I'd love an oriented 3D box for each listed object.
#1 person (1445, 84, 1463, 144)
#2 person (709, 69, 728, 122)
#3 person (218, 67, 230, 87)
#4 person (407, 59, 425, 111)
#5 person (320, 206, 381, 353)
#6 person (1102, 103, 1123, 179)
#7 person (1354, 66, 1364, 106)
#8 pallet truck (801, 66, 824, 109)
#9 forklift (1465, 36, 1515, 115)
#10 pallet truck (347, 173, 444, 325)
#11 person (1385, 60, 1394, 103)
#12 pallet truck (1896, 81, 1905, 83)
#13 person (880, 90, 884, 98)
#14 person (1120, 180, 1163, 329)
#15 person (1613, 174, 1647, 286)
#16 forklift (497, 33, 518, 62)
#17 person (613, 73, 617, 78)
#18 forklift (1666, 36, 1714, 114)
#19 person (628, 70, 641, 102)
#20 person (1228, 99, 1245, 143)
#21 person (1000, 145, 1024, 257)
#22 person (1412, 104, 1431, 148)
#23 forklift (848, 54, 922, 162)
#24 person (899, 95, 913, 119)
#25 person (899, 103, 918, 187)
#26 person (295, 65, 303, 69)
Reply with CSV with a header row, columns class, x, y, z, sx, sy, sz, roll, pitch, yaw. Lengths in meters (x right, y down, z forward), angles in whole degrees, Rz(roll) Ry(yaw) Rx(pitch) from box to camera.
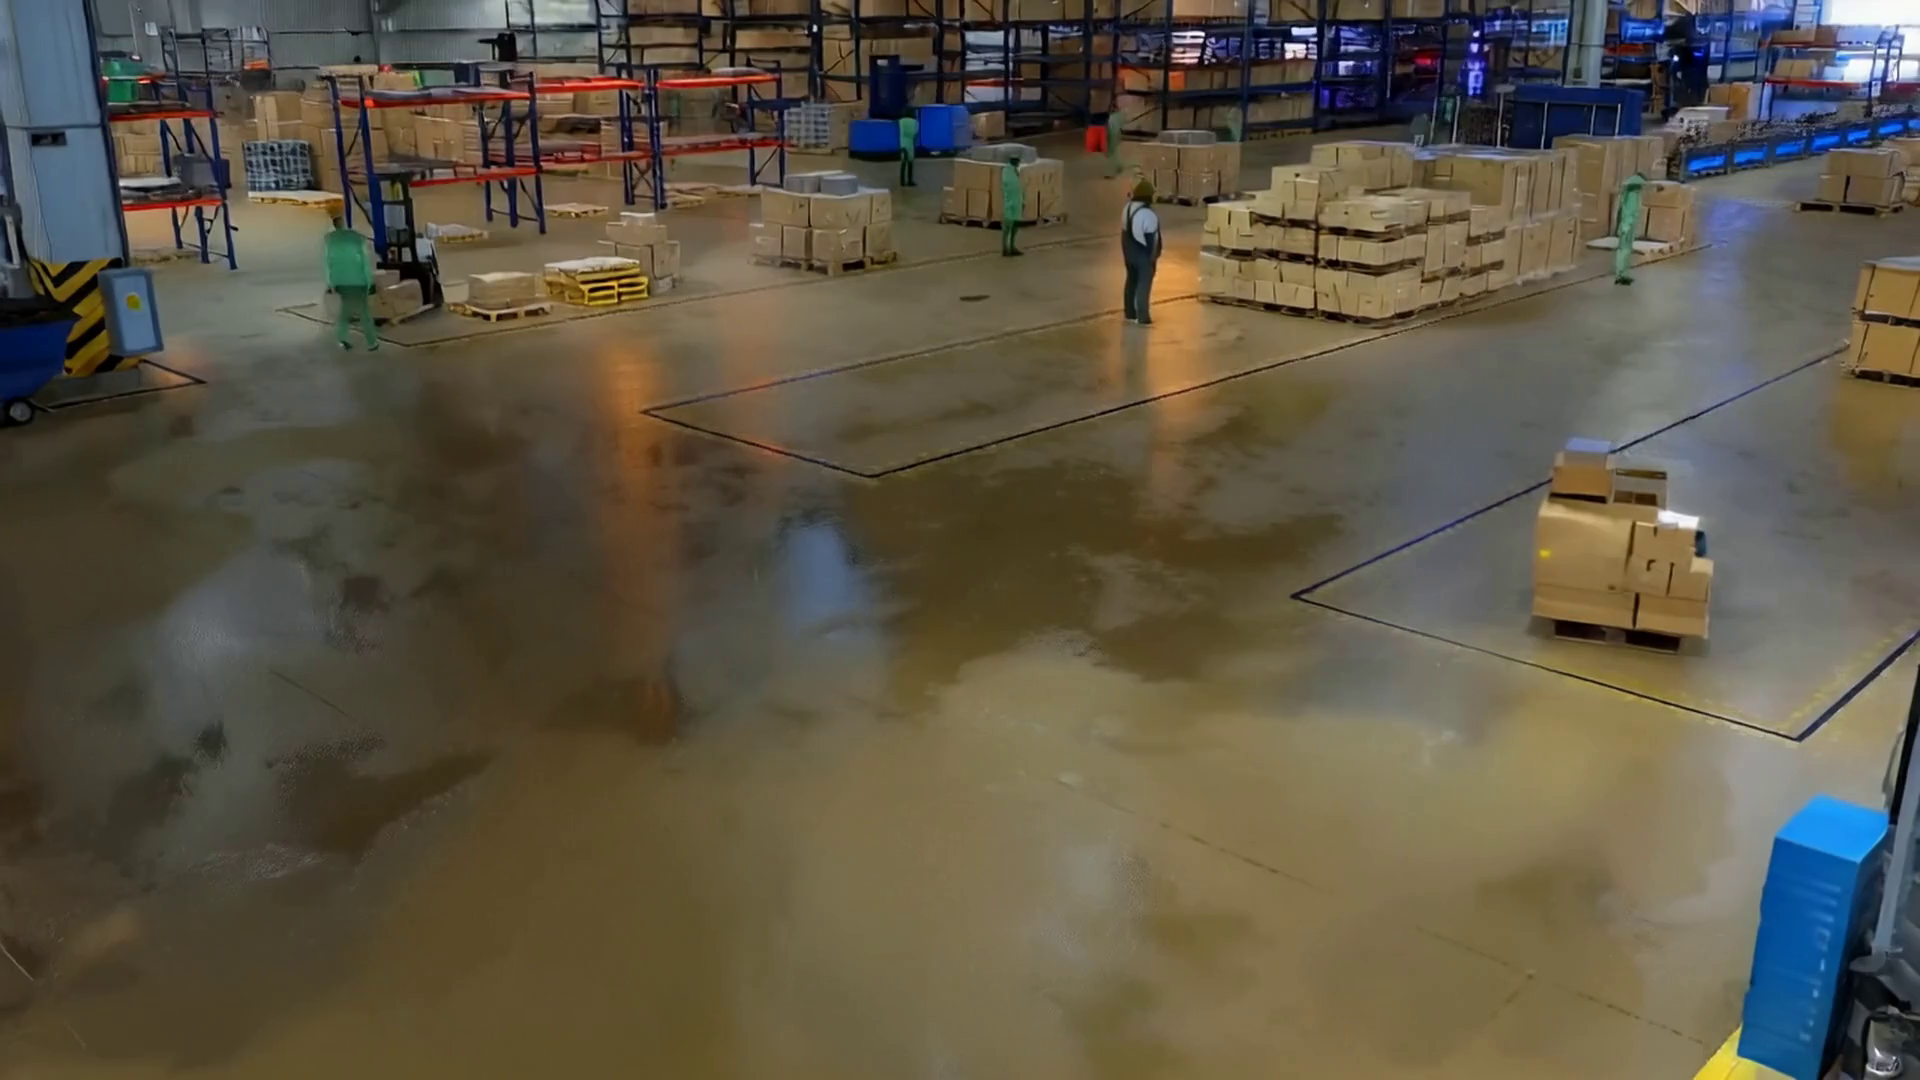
class,x,y,z,sx,sy,sz,roll,pitch,yaw
person,14.145,-12.076,47.647,0.556,1.923,0.479,14,23,36
person,-8.542,-15.713,58.807,0.897,1.808,0.623,-12,22,-33
person,-25.713,-15.616,58.384,0.645,1.886,0.829,11,21,30
person,-20.901,-17.466,63.880,0.553,1.933,0.368,5,19,15
person,-7.882,-3.343,21.429,0.634,1.882,0.437,3,19,8
person,3.737,-9.855,41.106,0.478,1.845,0.519,2,18,5
person,15.020,-16.852,62.323,0.667,1.741,0.520,11,22,31
pallet truck,-4.812,-15.182,56.903,0.823,1.965,1.885,-9,21,-26
forklift,19.973,-17.201,61.605,1.873,2.768,1.129,16,24,40
pallet truck,-8.209,-4.181,23.757,0.823,1.965,1.885,3,19,9
person,15.769,-16.616,61.195,0.906,2.011,0.615,3,19,9
pallet truck,34.802,-16.331,61.455,0.653,1.274,1.630,17,25,41
person,-2.371,-12.597,49.648,0.537,1.645,0.872,-6,19,-18
person,2.540,-3.963,23.033,0.536,2.000,0.682,-9,21,-26
person,10.662,-4.938,26.436,0.313,1.744,0.487,12,22,33
forklift,-17.950,-18.779,66.360,1.129,2.768,1.873,17,25,41
person,-11.011,-14.061,53.615,0.635,1.939,0.362,3,19,8
forklift,27.341,-17.291,61.877,1.129,2.768,1.873,17,25,41
person,-11.051,-14.877,56.107,0.596,1.918,0.385,-10,21,-28
person,7.618,-11.291,45.753,0.539,1.620,0.415,-13,22,-34
person,0.908,-5.934,29.166,0.367,1.921,0.576,12,22,32
person,12.189,-10.730,44.092,0.507,1.618,0.523,-4,19,-11
forklift,-2.095,-11.857,45.506,1.129,2.768,1.873,17,25,41
person,-1.591,-11.945,47.733,0.532,1.622,0.444,-9,20,-25
person,-1.207,-9.363,39.448,0.394,1.958,0.599,-16,24,-39
person,-23.486,-15.903,59.189,1.049,1.940,0.629,8,20,22
